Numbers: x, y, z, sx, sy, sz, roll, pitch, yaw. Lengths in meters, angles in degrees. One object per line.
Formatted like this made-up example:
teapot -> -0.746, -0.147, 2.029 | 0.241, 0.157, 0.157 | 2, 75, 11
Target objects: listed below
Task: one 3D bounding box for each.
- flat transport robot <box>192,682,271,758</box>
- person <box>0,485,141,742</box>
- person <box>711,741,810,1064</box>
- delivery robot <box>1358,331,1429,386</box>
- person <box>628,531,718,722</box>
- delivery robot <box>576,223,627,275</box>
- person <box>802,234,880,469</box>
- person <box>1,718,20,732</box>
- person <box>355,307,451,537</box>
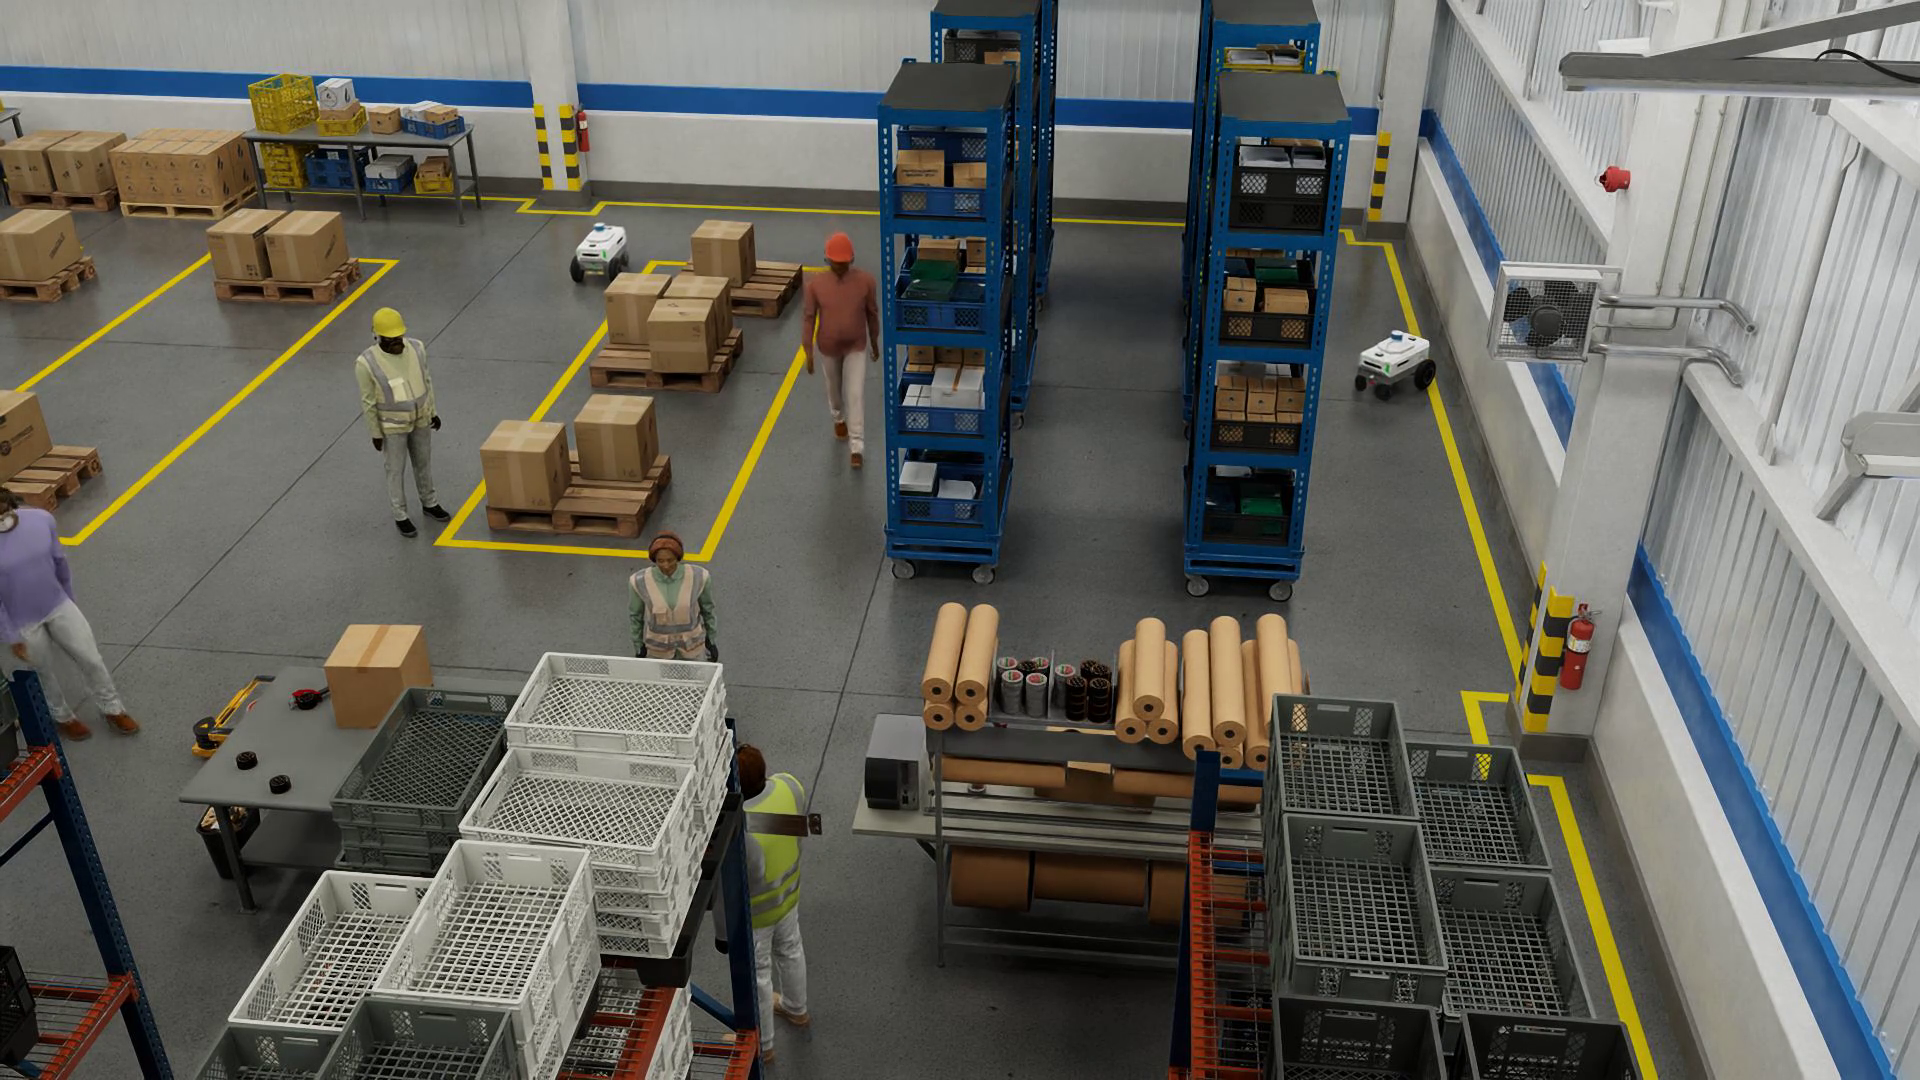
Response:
flat transport robot -> -4.089, 1.163, 10.648 | 1.431, 0.197, 0.652 | 3, 30, 6
person -> -5.631, 0.495, 10.185 | 0.703, 1.906, 0.622 | 20, 36, 31
person -> -0.994, 1.749, 8.106 | 0.431, 1.837, 0.629 | 17, 34, 27
delivery robot -> 3.948, -1.664, 15.133 | 0.707, 0.478, 0.477 | -26, 39, -37
person -> -1.734, 0.665, 10.154 | 0.523, 1.636, 0.309 | -6, 31, -10
delivery robot -> -3.800, -3.115, 17.626 | 0.477, 0.478, 0.707 | 4, 31, 6
person -> -0.976, -1.593, 13.734 | 0.646, 1.939, 1.049 | -3, 30, -6
person -> -6.327, 0.533, 10.326 | 0.530, 1.692, 0.321 | 1, 30, 1
person -> -4.234, -0.920, 12.685 | 0.403, 1.831, 0.595 | 23, 37, 34
